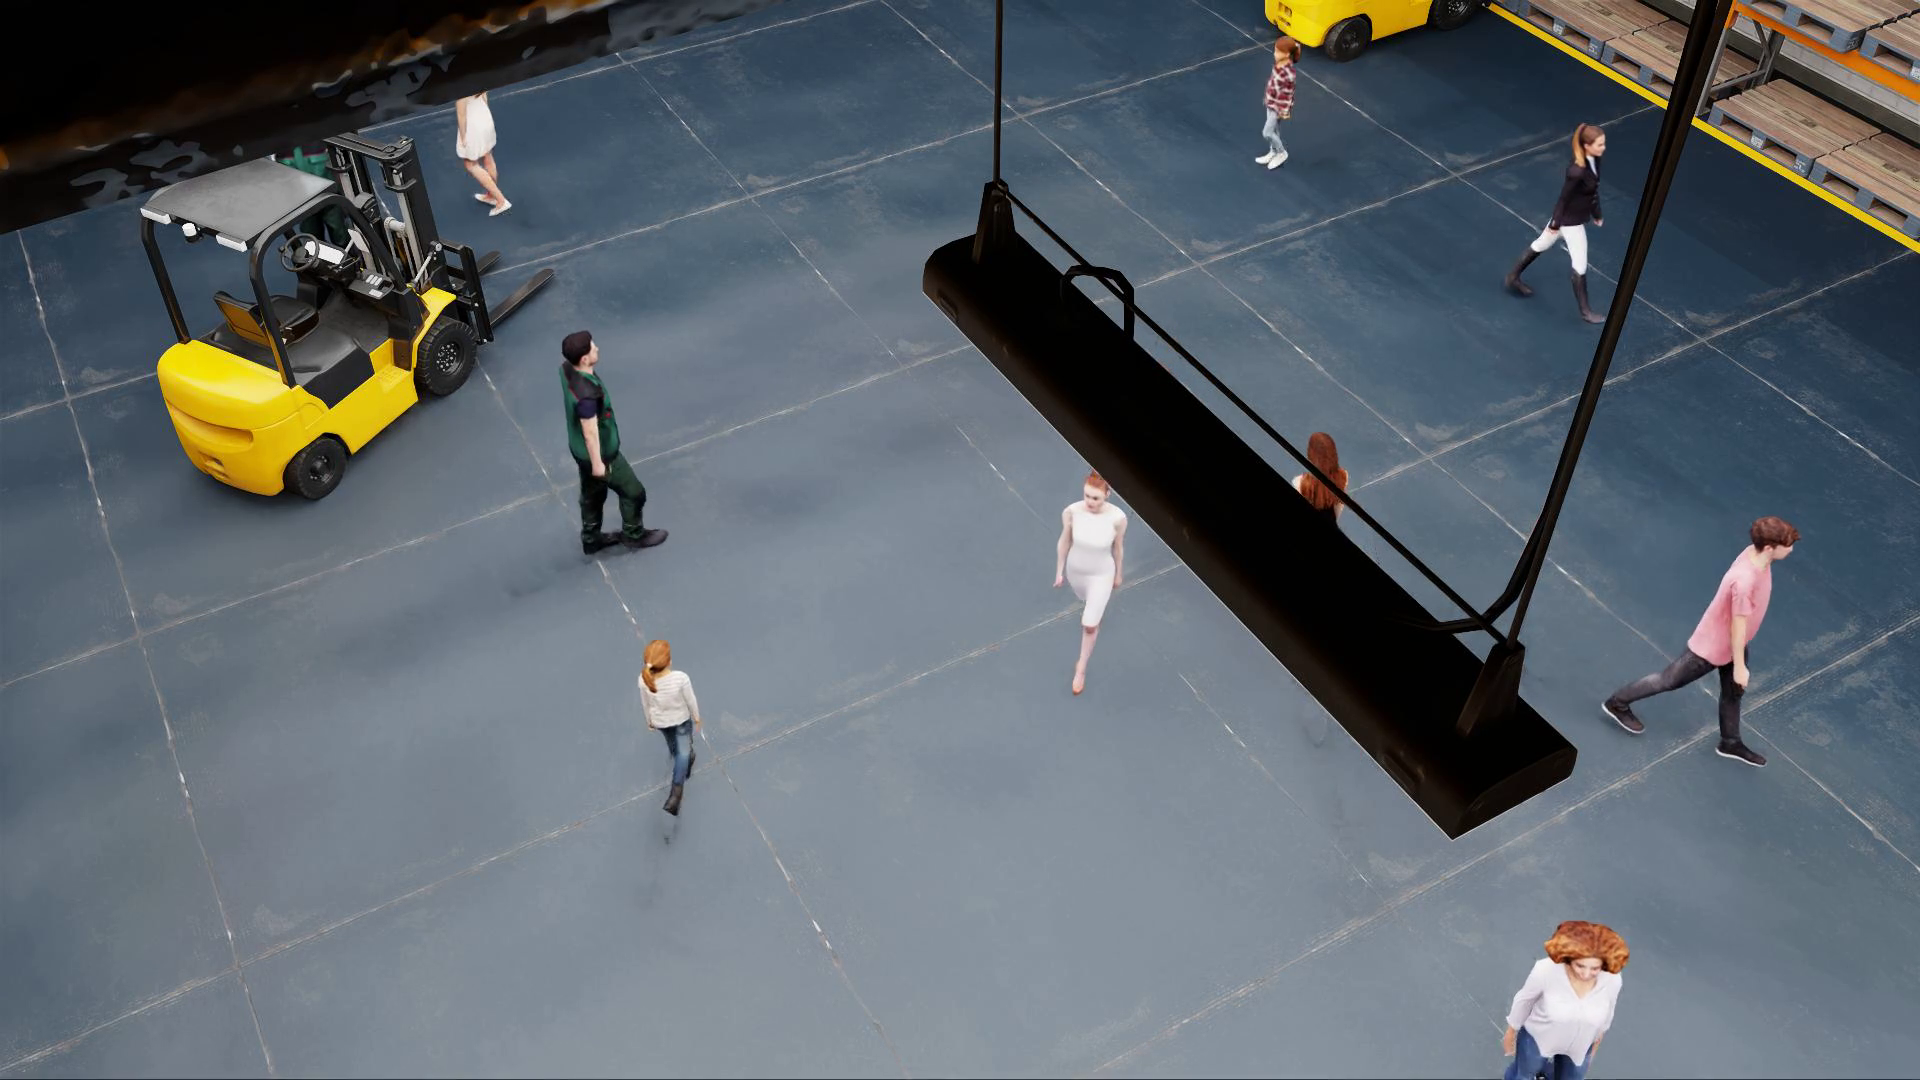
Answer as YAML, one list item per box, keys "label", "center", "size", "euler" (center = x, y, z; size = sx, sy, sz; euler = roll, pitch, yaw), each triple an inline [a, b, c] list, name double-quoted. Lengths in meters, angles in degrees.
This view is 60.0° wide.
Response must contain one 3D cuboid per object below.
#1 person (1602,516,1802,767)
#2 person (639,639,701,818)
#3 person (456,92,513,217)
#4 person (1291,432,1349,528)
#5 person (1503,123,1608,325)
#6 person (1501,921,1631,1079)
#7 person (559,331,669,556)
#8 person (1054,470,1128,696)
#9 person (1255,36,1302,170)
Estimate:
- label: "person"
  center: [4.512, 0.594, 10.128]
  size: [1.319, 1.909, 0.965]
  euler: [27, 50, 26]
- label: "person"
  center: [-1.754, 1.131, 10.006]
  size: [0.771, 1.298, 0.917]
  euler: [3, 44, 3]
- label: "person"
  center: [-4.242, -3.658, 14.738]
  size: [0.914, 1.706, 0.815]
  euler: [19, 47, 19]
- label: "person"
  center: [2.313, 0.061, 10.850]
  size: [0.908, 1.684, 1.203]
  euler: [-4, 44, -4]
- label: "person"
  center: [4.928, -2.640, 13.698]
  size: [1.249, 1.667, 0.893]
  euler: [27, 50, 26]
- label: "person"
  center: [3.000, 2.405, 8.382]
  size: [0.810, 1.694, 0.867]
  euler: [7, 44, 7]
- label: "person"
  center: [-2.581, -0.605, 11.405]
  size: [0.773, 1.883, 0.765]
  euler: [-19, 47, -19]
- label: "person"
  center: [0.869, 0.153, 10.698]
  size: [1.070, 1.760, 1.095]
  euler: [14, 45, 14]
- label: "person"
  center: [3.023, -4.078, 15.476]
  size: [0.658, 1.297, 0.547]
  euler: [-7, 44, -8]
